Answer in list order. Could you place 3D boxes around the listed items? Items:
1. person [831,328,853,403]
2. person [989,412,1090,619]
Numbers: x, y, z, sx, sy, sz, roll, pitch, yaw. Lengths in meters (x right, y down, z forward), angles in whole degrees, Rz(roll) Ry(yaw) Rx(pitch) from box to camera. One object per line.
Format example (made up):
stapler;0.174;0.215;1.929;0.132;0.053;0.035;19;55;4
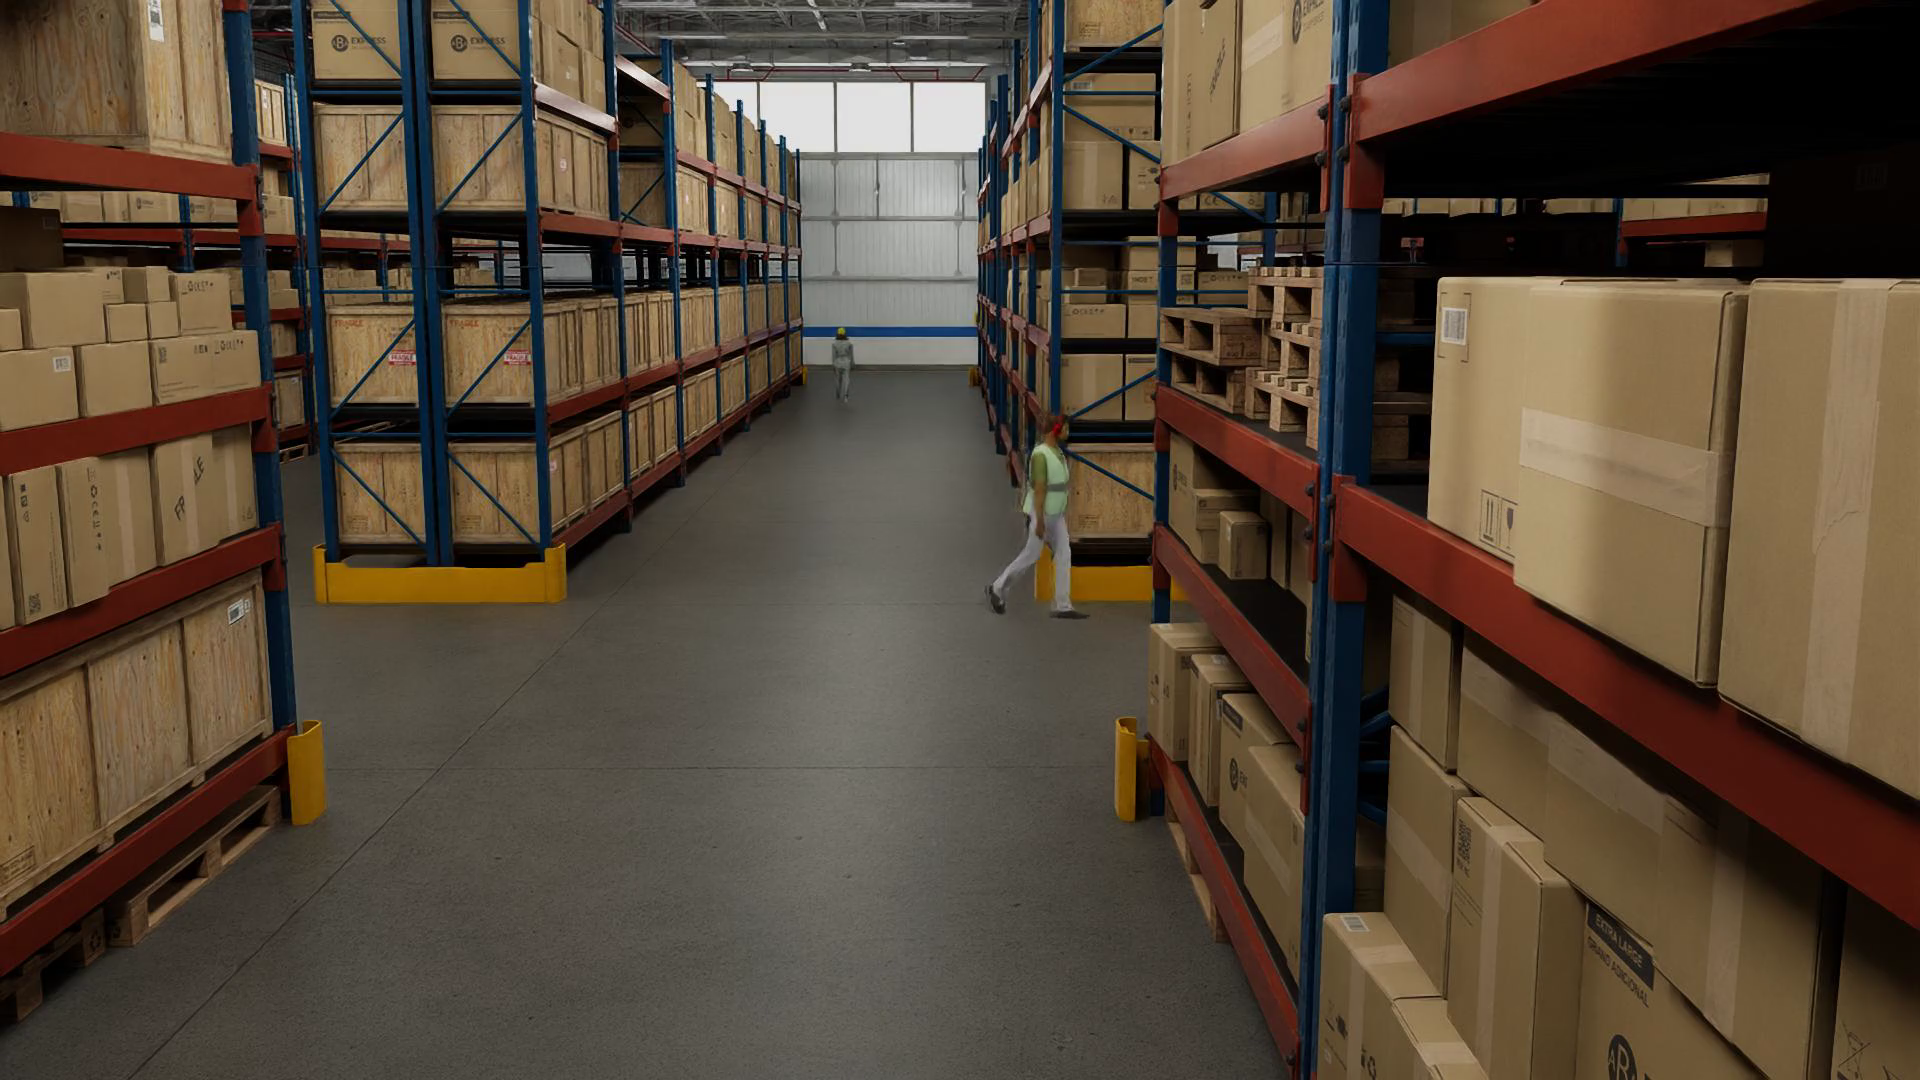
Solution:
person;-2.670;-3.965;37.778;0.487;1.699;0.898;-1;9;-5
person;0.694;-0.218;14.501;0.877;1.801;0.608;4;10;25
